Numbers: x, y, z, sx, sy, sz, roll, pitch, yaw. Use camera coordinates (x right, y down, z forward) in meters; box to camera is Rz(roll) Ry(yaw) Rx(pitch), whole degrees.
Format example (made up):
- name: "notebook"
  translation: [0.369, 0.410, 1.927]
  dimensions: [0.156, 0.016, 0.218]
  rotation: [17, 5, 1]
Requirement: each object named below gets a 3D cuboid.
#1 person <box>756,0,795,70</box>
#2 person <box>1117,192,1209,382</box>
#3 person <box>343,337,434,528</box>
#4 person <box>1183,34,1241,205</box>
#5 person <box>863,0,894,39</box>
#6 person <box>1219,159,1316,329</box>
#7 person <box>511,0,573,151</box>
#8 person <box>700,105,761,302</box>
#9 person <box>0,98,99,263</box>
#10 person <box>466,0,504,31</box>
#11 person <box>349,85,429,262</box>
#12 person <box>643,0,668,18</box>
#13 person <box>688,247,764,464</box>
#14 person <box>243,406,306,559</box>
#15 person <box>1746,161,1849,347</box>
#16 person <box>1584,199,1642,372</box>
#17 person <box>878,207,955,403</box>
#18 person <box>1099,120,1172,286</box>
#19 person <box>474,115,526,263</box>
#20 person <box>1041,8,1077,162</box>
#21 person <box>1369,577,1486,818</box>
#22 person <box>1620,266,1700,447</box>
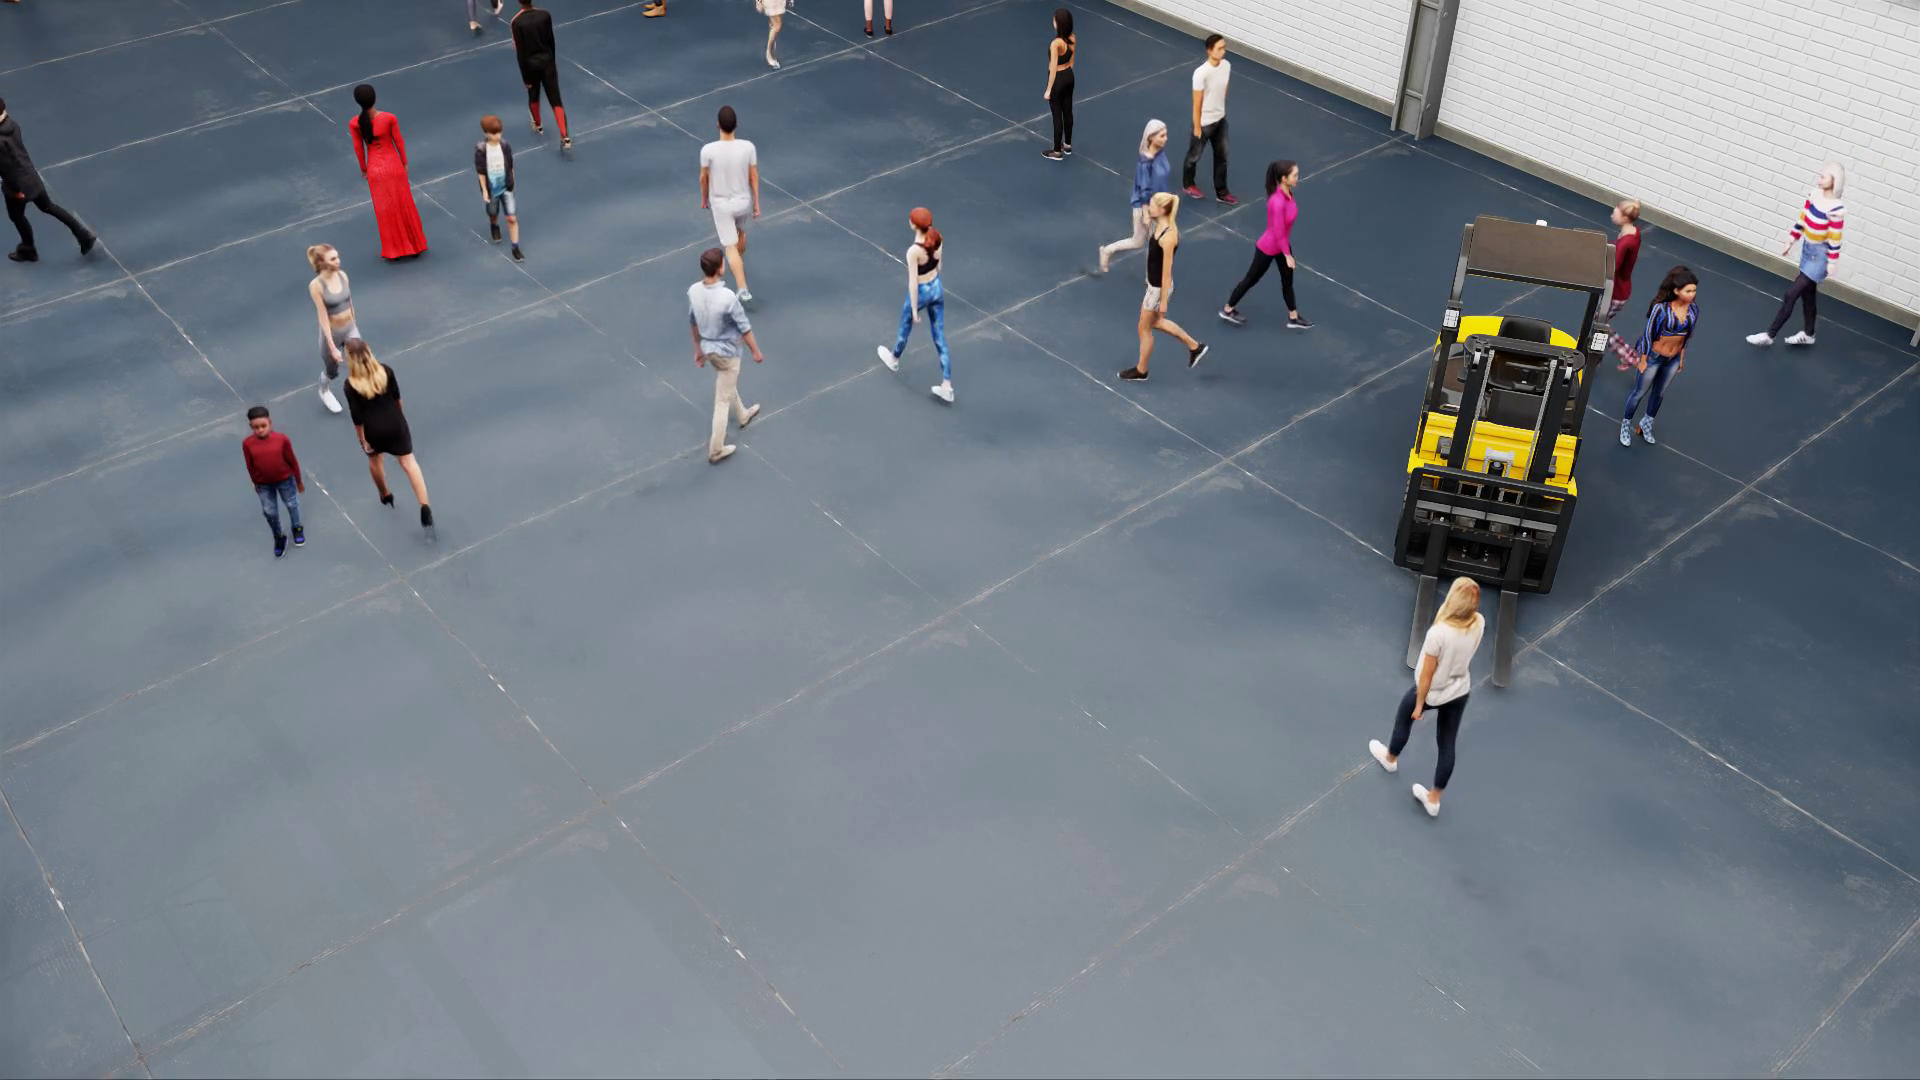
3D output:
- name: "person"
  translation: [-2.279, -6.438, 19.728]
  dimensions: [0.634, 1.723, 0.619]
  rotation: [27, 46, 30]
- name: "person"
  translation: [1.799, -2.163, 14.292]
  dimensions: [1.046, 1.826, 1.022]
  rotation: [0, 39, 1]
- name: "person"
  translation: [-4.371, -0.802, 12.729]
  dimensions: [0.641, 1.650, 1.027]
  rotation: [-23, 44, -26]
- name: "person"
  translation: [2.486, -4.342, 17.063]
  dimensions: [0.704, 1.783, 0.936]
  rotation: [-25, 45, -28]
- name: "person"
  translation: [-1.030, -7.105, 20.567]
  dimensions: [0.684, 1.718, 0.691]
  rotation: [-5, 39, -6]
- name: "person"
  translation: [2.737, -2.646, 15.040]
  dimensions: [1.186, 1.659, 0.915]
  rotation: [16, 41, 19]
- name: "person"
  translation: [-4.499, -5.063, 17.971]
  dimensions: [0.822, 1.767, 1.282]
  rotation: [-18, 42, -21]
- name: "person"
  translation: [-2.115, -3.080, 15.449]
  dimensions: [0.907, 1.815, 1.274]
  rotation: [-16, 41, -19]
- name: "person"
  translation: [-8.943, -3.467, 15.987]
  dimensions: [1.122, 1.750, 1.129]
  rotation: [0, 39, 0]
- name: "person"
  translation: [-6.068, -7.222, 20.709]
  dimensions: [1.131, 1.723, 1.186]
  rotation: [3, 39, 4]
- name: "person"
  translation: [-5.547, -3.537, 16.051]
  dimensions: [0.716, 1.789, 0.724]
  rotation: [-11, 40, -13]
- name: "person"
  translation: [-3.936, -7.533, 21.109]
  dimensions: [0.760, 1.711, 0.671]
  rotation: [-2, 39, -2]
- name: "person"
  translation: [-1.986, -1.448, 13.405]
  dimensions: [1.055, 1.816, 0.898]
  rotation: [25, 45, 28]
- name: "person"
  translation: [-5.226, -0.511, 12.687]
  dimensions: [0.616, 1.247, 0.663]
  rotation: [-10, 40, -12]
- name: "person"
  translation: [7.675, -2.497, 14.751]
  dimensions: [1.021, 1.775, 0.983]
  rotation: [-2, 39, -2]
- name: "person"
  translation: [5.727, -2.140, 14.376]
  dimensions: [0.901, 1.686, 0.809]
  rotation: [21, 43, 25]
- name: "person"
  translation: [-0.239, -1.975, 14.138]
  dimensions: [0.605, 1.735, 1.158]
  rotation: [-26, 45, -28]
- name: "person"
  translation: [1.688, -3.154, 15.658]
  dimensions: [1.049, 1.681, 0.810]
  rotation: [20, 43, 23]
- name: "person"
  translation: [-4.540, -3.473, 16.256]
  dimensions: [0.661, 1.423, 0.998]
  rotation: [-17, 42, -20]
- name: "person"
  translation: [1.092, -4.901, 17.867]
  dimensions: [0.528, 1.644, 0.582]
  rotation: [29, 47, 31]
- name: "person"
  translation: [3.038, 1.022, 10.336]
  dimensions: [0.815, 1.786, 1.005]
  rotation: [-12, 40, -14]
- name: "person"
  translation: [5.741, -1.488, 13.623]
  dimensions: [0.696, 1.606, 0.718]
  rotation: [-5, 39, -6]
